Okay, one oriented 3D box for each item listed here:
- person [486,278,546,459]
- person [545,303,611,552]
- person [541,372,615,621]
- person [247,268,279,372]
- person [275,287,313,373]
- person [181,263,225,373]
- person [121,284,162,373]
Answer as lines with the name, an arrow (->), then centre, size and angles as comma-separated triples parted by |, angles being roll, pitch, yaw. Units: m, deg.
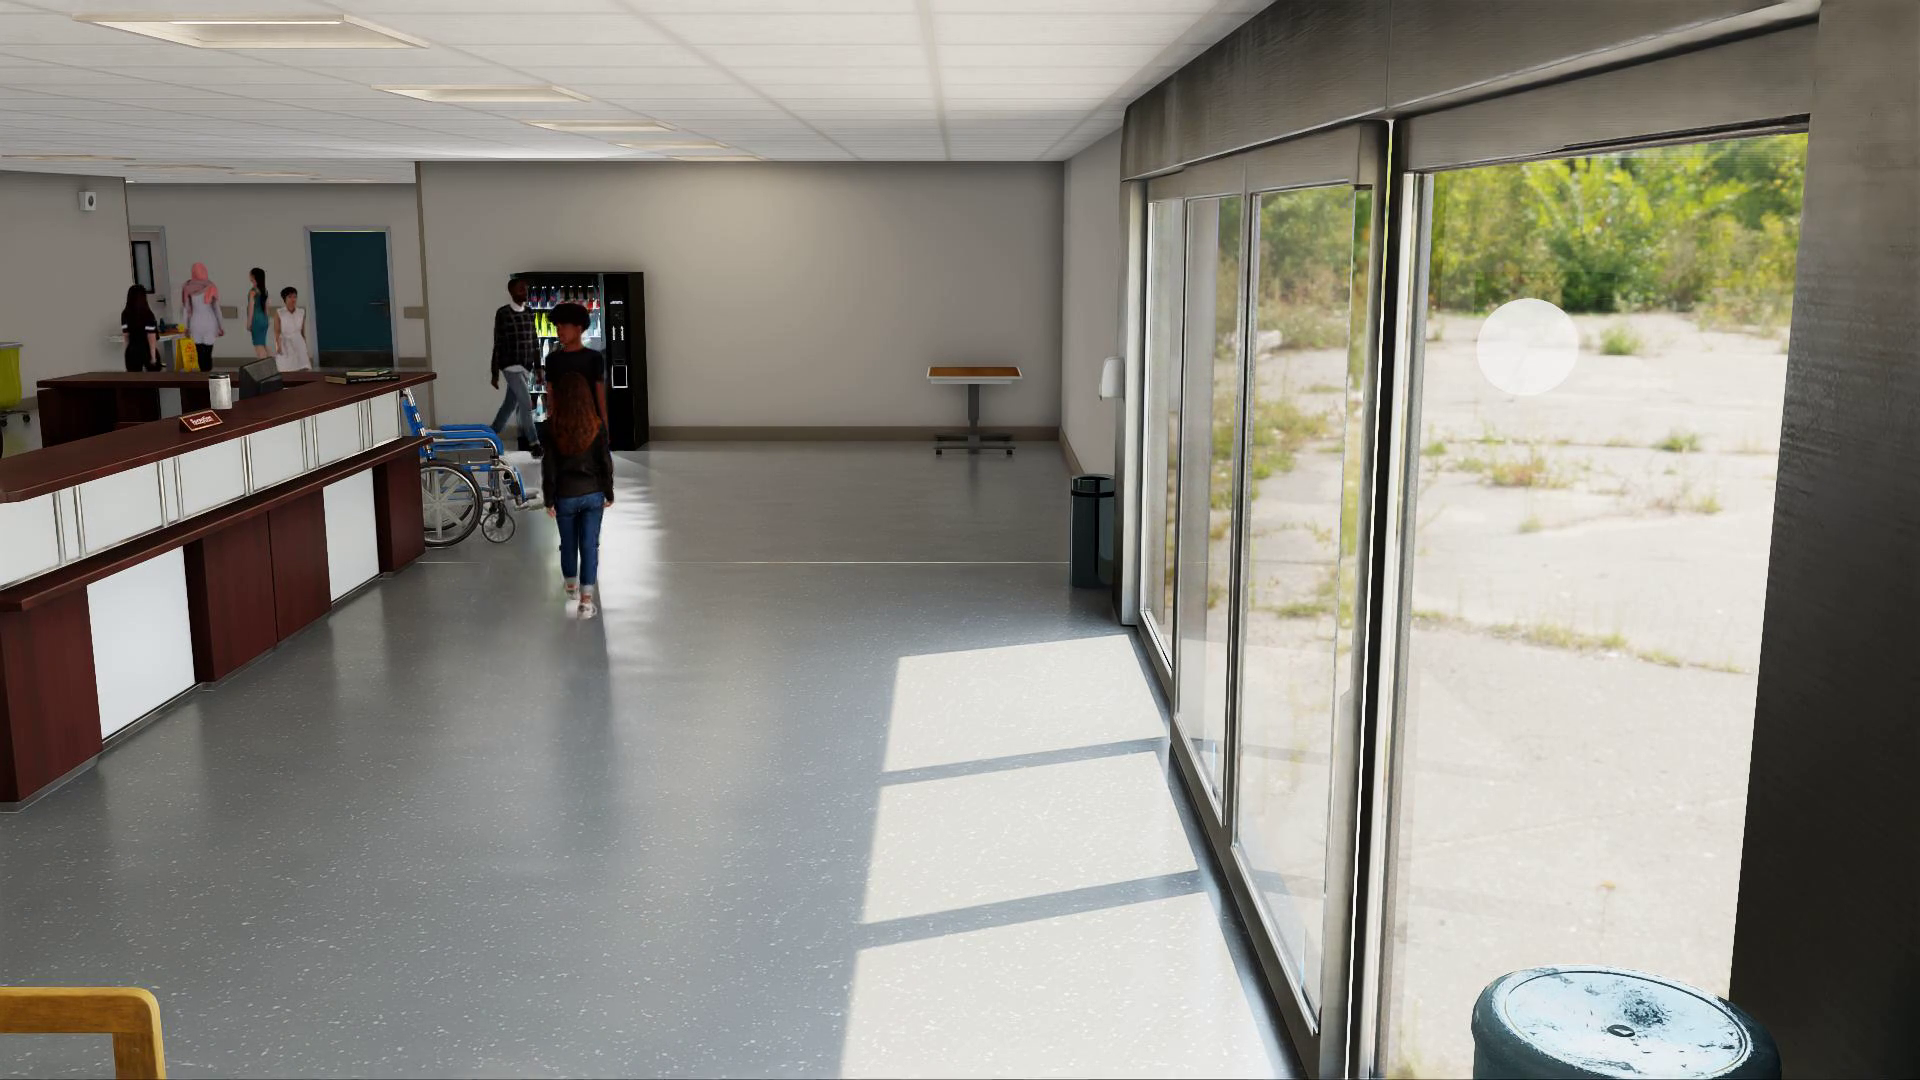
person -> -4.496, -1.682, 16.586 | 1.343, 1.772, 1.105 | 7, 13, 31
person -> -2.708, -0.804, 11.946 | 0.546, 1.777, 0.669 | 0, 11, 0
person -> -2.255, -0.237, 9.857 | 0.945, 1.442, 0.781 | -3, 11, -14
person -> -10.534, -3.266, 25.182 | 0.639, 1.680, 0.581 | 2, 11, 8
person -> -8.598, -2.443, 21.301 | 1.008, 1.510, 0.973 | -7, 13, -34
person -> -10.675, -2.986, 23.414 | 0.699, 1.788, 0.813 | -3, 11, -18
person -> -9.748, -2.184, 19.687 | 1.084, 1.602, 0.789 | 2, 11, 9
